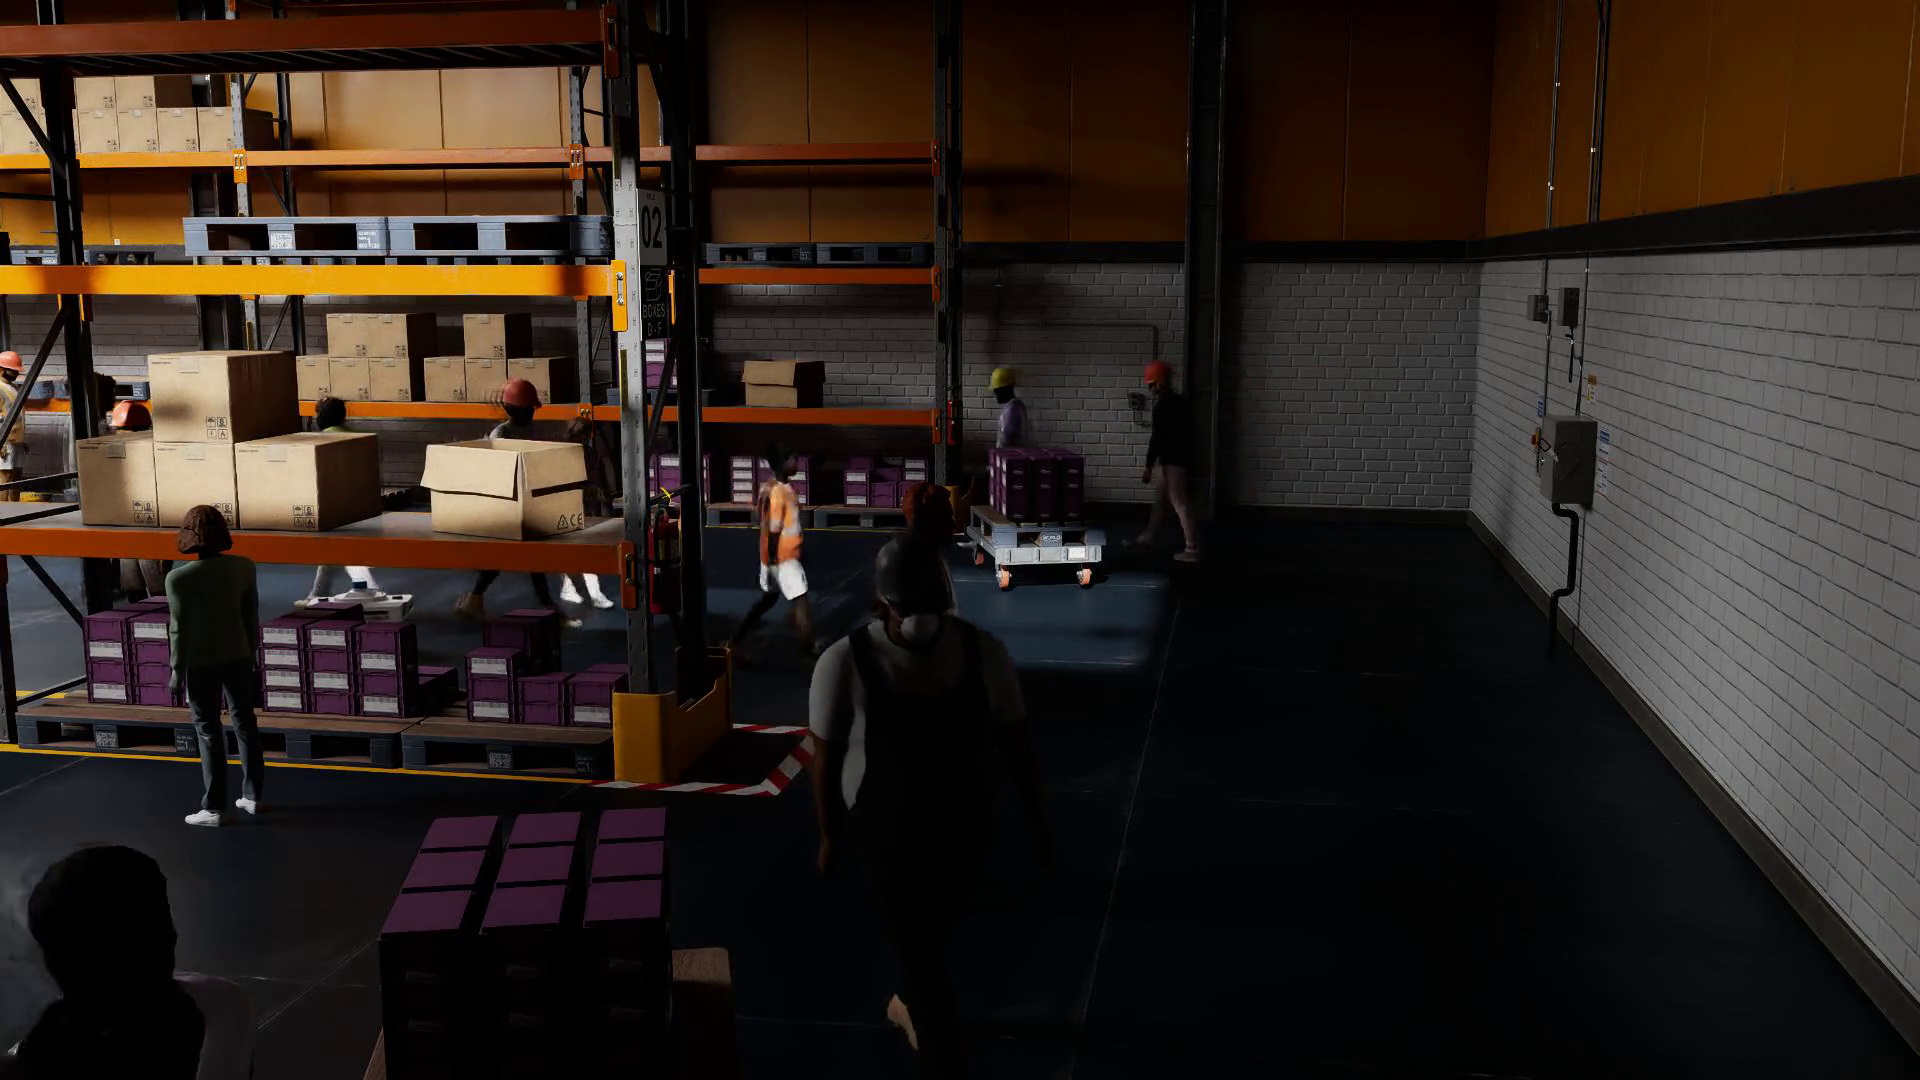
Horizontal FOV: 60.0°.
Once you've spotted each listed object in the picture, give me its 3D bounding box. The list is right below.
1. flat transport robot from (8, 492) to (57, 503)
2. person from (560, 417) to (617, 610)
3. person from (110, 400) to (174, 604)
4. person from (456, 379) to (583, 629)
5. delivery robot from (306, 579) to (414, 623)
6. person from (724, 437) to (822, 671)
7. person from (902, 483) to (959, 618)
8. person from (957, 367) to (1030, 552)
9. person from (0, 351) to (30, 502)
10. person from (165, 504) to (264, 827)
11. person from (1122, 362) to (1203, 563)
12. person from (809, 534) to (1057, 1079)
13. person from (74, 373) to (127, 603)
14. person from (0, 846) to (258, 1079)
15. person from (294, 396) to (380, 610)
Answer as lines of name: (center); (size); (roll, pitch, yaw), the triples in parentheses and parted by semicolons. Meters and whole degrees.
flat transport robot: (-11.299, -0.422, 19.176); (1.431, 0.197, 0.652); (0, 9, 3)
person: (-3.097, -0.220, 13.777); (0.788, 1.600, 0.588); (5, 11, 30)
person: (-5.553, 0.019, 11.271); (0.552, 1.942, 0.342); (4, 10, 23)
person: (-3.512, -0.272, 12.992); (1.008, 1.984, 0.633); (1, 9, 7)
delivery robot: (-4.355, 0.530, 12.102); (0.707, 0.478, 0.477); (-1, 9, -9)
person: (-1.291, 0.105, 11.617); (0.841, 1.662, 0.533); (-1, 9, -4)
person: (-0.144, 0.688, 7.309); (0.355, 1.883, 0.574); (2, 9, 12)
person: (0.384, -0.733, 16.170); (0.925, 1.873, 0.581); (0, 9, 1)
person: (-10.430, -1.108, 18.304); (0.366, 1.931, 0.542); (-1, 9, -3)
person: (-3.767, 0.632, 8.423); (0.286, 1.633, 0.499); (5, 11, 30)
person: (1.952, -0.754, 16.092); (0.964, 1.927, 0.684); (5, 10, 26)
person: (-0.101, 0.889, 5.568); (0.785, 2.000, 1.044); (-3, 10, -19)
person: (-7.178, -0.438, 14.096); (0.647, 1.941, 0.617); (-7, 11, -35)
person: (-1.358, 1.408, 2.765); (0.460, 1.902, 0.600); (4, 10, 21)
person: (-5.047, -0.269, 13.497); (0.944, 1.805, 0.618); (2, 9, 11)
